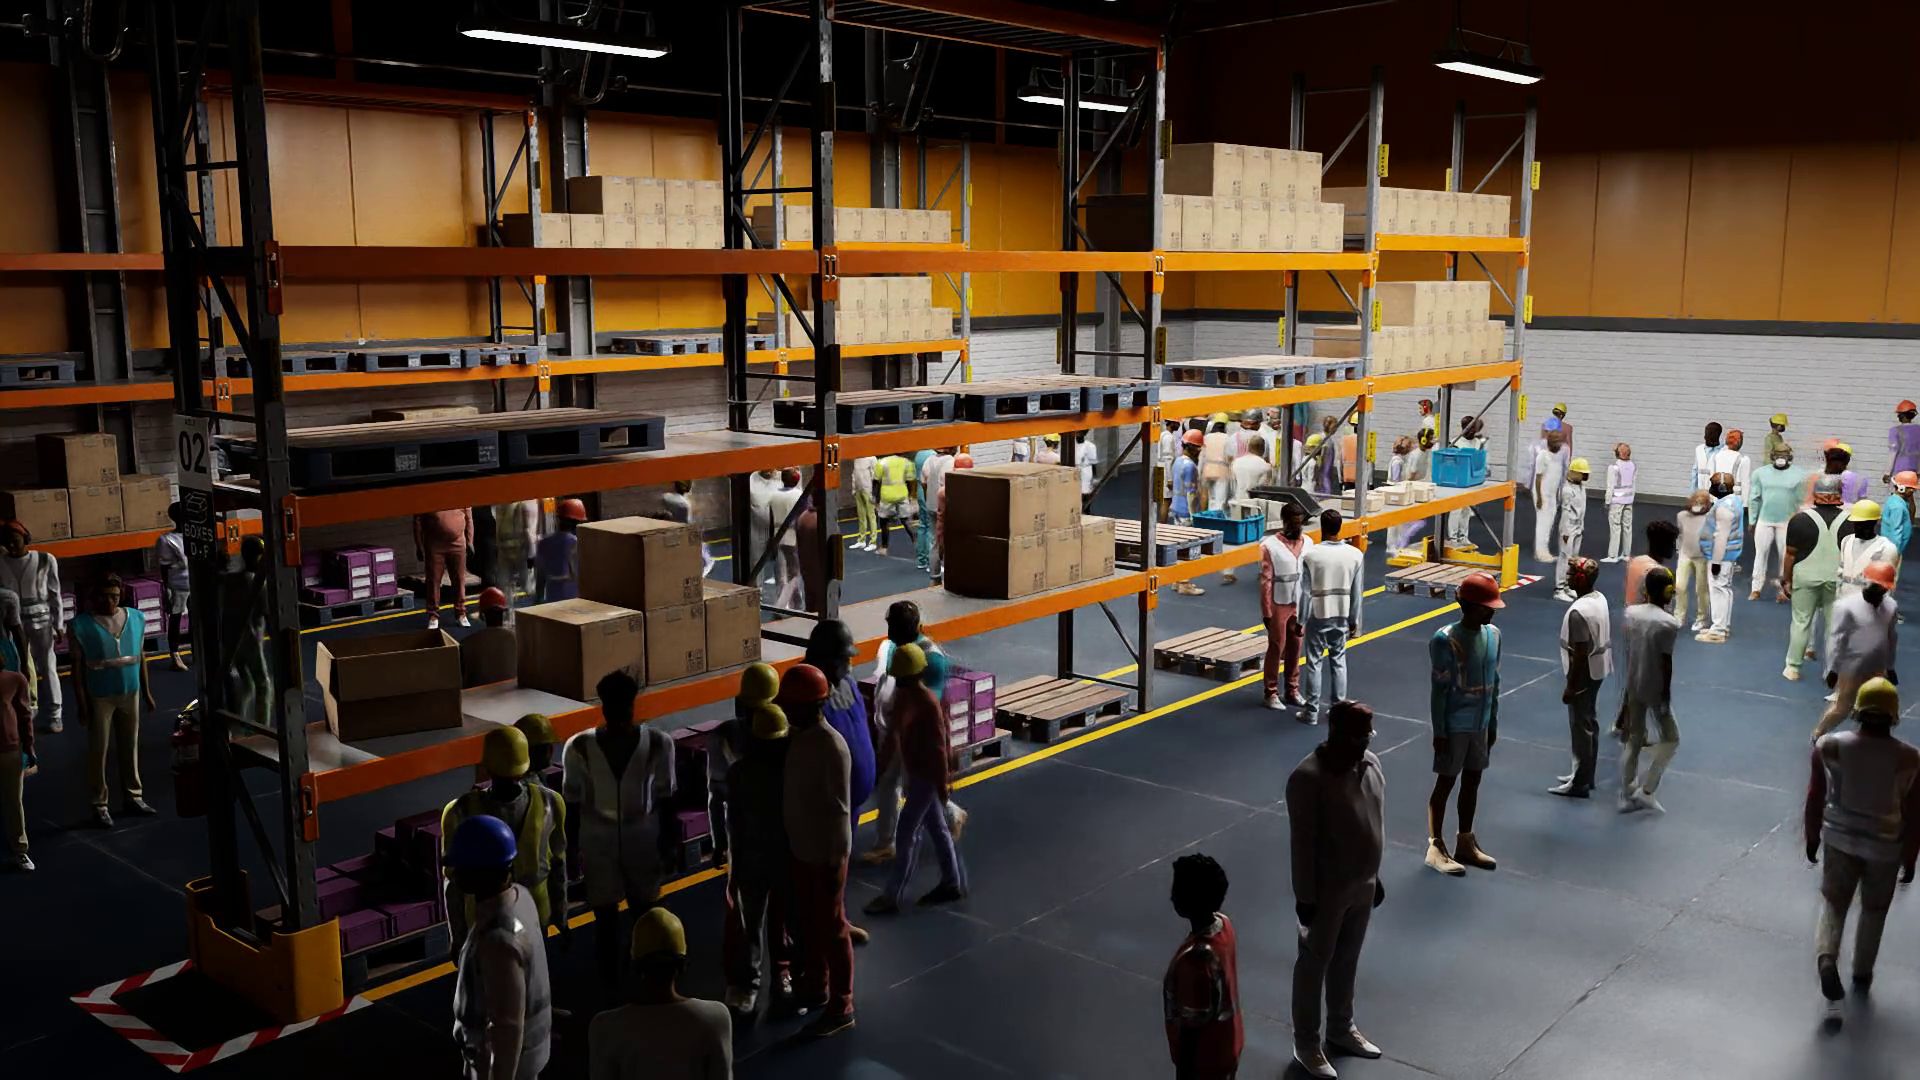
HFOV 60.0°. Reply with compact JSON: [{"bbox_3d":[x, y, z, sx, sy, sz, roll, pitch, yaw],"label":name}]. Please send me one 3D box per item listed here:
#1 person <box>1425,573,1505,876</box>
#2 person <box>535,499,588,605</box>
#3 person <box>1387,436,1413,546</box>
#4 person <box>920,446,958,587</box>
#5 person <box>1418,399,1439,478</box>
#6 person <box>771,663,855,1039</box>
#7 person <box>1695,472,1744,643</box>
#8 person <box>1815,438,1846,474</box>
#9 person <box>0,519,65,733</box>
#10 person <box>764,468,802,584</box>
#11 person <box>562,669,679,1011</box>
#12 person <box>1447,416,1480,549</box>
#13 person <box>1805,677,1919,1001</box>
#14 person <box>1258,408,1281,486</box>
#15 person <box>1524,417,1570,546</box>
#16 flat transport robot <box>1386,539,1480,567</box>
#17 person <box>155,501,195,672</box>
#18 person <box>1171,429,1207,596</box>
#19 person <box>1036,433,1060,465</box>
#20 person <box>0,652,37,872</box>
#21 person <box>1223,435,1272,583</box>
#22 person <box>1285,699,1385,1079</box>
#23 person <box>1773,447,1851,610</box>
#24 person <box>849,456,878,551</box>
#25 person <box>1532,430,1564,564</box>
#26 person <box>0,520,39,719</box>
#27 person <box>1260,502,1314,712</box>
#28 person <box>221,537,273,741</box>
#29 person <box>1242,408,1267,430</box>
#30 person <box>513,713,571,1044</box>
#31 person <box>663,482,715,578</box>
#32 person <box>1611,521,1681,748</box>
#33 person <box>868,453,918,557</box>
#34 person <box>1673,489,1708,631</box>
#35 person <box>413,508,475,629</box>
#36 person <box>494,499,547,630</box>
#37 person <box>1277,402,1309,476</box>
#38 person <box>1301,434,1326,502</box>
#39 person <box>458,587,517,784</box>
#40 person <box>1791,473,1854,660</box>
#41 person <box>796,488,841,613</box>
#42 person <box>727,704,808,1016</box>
[{"bbox_3d":[3.386,1.215,11.063,0.606,2.035,0.405,-6,11,-30],"label":"person"},{"bbox_3d":[-3.624,0.547,15.507,0.555,1.867,1.039,3,10,19],"label":"person"},{"bbox_3d":[6.185,-0.650,23.391,0.319,1.631,0.519,-1,10,-6],"label":"person"},{"bbox_3d":[-0.126,-0.369,20.486,0.536,2.000,0.688,-9,13,-42],"label":"person"},{"bbox_3d":[7.676,-1.387,27.217,0.417,1.828,0.562,7,12,35],"label":"person"},{"bbox_3d":[-0.784,1.620,8.792,0.408,1.986,0.618,-6,11,-31],"label":"person"},{"bbox_3d":[8.147,0.181,17.836,0.429,1.835,0.631,6,11,31],"label":"person"},{"bbox_3d":[10.717,-0.286,20.374,0.688,1.915,0.554,7,12,34],"label":"person"},{"bbox_3d":[-8.044,0.745,14.327,0.589,1.877,0.359,-3,10,-18],"label":"person"},{"bbox_3d":[-2.188,-0.399,21.102,0.550,1.892,0.666,-1,10,-4],"label":"person"},{"bbox_3d":[-1.853,1.605,9.049,0.631,1.930,0.813,-2,10,-12],"label":"person"},{"bbox_3d":[7.117,-0.808,23.513,0.584,1.910,0.390,-7,12,-35],"label":"person"},{"bbox_3d":[4.940,1.657,9.113,0.588,1.813,0.699,7,12,34],"label":"person"},{"bbox_3d":[4.675,-1.038,24.930,0.652,1.896,0.402,-6,11,-34],"label":"person"},{"bbox_3d":[8.215,-0.783,23.368,0.621,1.931,0.815,-1,10,-4],"label":"person"},{"bbox_3d":[6.403,0.183,22.468,0.652,0.197,1.431,8,13,41],"label":"flat transport robot"},{"bbox_3d":[-7.741,0.452,16.616,0.319,1.696,0.532,5,11,28],"label":"person"},{"bbox_3d":[2.802,-0.340,20.339,0.392,2.033,0.605,-1,10,-8],"label":"person"},{"bbox_3d":[1.270,-0.653,23.009,0.317,1.766,0.533,-7,12,-36],"label":"person"},{"bbox_3d":[-6.398,1.424,10.997,0.508,1.632,0.271,-7,12,-37],"label":"person"},{"bbox_3d":[3.671,-0.384,21.110,1.047,1.883,0.648,-9,13,-44],"label":"person"},{"bbox_3d":[1.923,1.729,8.379,0.640,1.904,0.409,-8,12,-39],"label":"person"},{"bbox_3d":[9.965,-0.130,19.358,0.626,1.936,0.656,2,10,14],"label":"person"},{"bbox_3d":[-1.347,-0.665,23.468,0.286,1.633,0.499,-9,13,-43],"label":"person"},{"bbox_3d":[7.988,-0.583,22.470,0.507,1.817,0.607,-8,12,-38],"label":"person"},{"bbox_3d":[-8.445,0.702,14.718,0.566,1.837,0.390,-1,10,-4],"label":"person"},{"bbox_3d":[2.961,0.597,15.125,0.597,1.909,0.405,-6,11,-31],"label":"person"},{"bbox_3d":[-5.787,0.891,13.549,0.591,1.848,0.516,4,10,24],"label":"person"},{"bbox_3d":[4.575,-1.216,25.939,0.592,1.913,0.397,-7,12,-38],"label":"person"},{"bbox_3d":[-2.223,1.757,8.715,0.313,1.737,0.486,-1,10,-4],"label":"person"},{"bbox_3d":[-3.615,-0.402,21.225,0.919,1.860,0.574,-9,13,-42],"label":"person"},{"bbox_3d":[5.739,0.790,13.928,0.381,1.936,0.708,1,10,8],"label":"person"},{"bbox_3d":[-0.895,-0.571,22.815,0.621,1.670,0.649,-5,11,-29],"label":"person"},{"bbox_3d":[8.049,0.229,18.208,0.663,1.600,0.516,-8,13,-41],"label":"person"},{"bbox_3d":[-5.695,0.048,18.397,0.653,1.906,0.408,-5,11,-27],"label":"person"},{"bbox_3d":[-4.816,0.110,18.306,0.623,1.810,0.778,7,12,35],"label":"person"},{"bbox_3d":[6.320,-2.207,31.605,0.623,1.990,0.390,4,10,23],"label":"person"},{"bbox_3d":[4.772,-0.578,22.662,0.363,1.736,0.488,0,10,0],"label":"person"},{"bbox_3d":[-3.322,1.201,12.002,0.569,1.743,0.353,-1,10,-5],"label":"person"},{"bbox_3d":[8.789,0.281,16.934,0.659,1.935,0.361,1,10,4],"label":"person"},{"bbox_3d":[-1.347,0.376,16.440,0.403,1.906,0.652,-6,11,-34],"label":"person"},{"bbox_3d":[-1.008,1.718,8.950,0.486,1.736,0.327,0,10,1],"label":"person"}]
